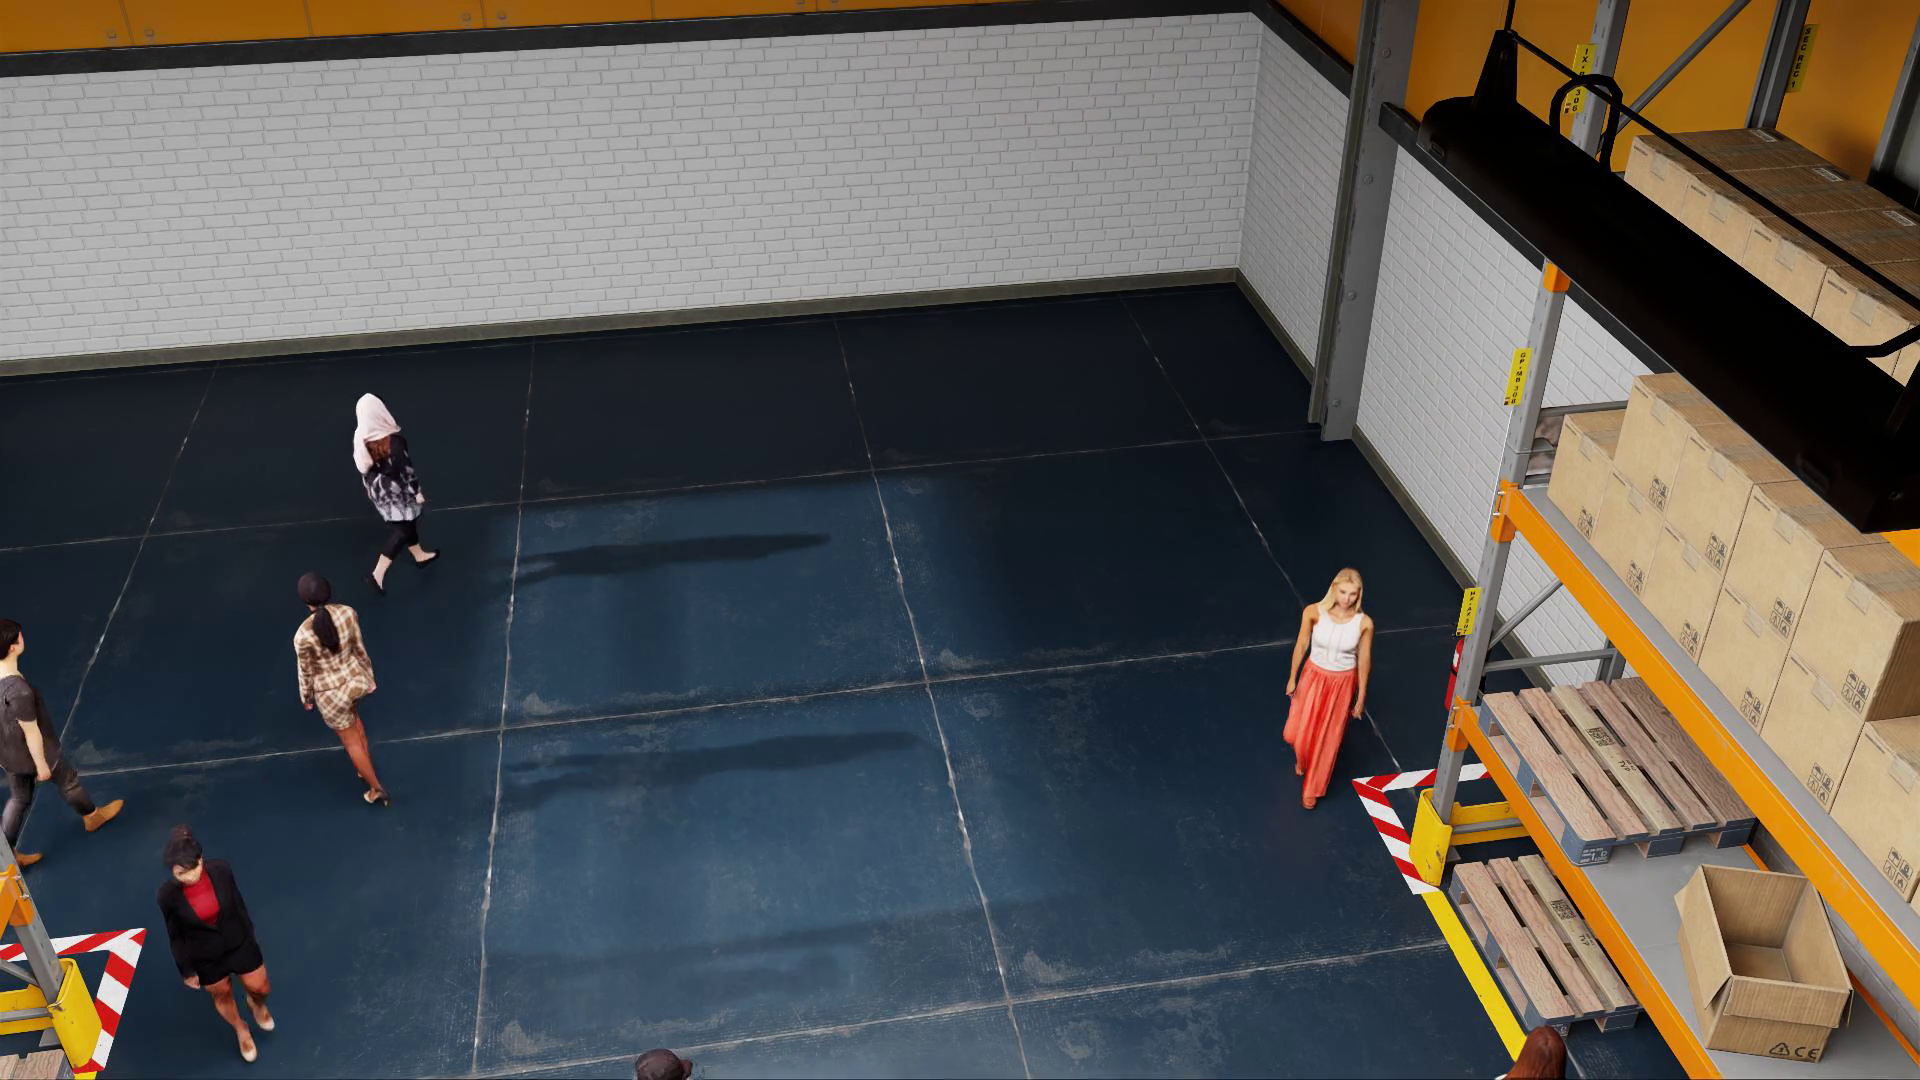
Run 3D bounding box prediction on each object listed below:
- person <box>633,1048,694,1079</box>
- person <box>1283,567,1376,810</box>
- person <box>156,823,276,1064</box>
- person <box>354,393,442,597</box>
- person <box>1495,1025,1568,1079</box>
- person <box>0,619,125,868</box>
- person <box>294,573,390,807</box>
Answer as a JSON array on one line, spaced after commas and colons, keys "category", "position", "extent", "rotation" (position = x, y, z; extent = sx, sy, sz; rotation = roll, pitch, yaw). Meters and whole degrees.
[{"category": "person", "position": [-1.269, 2.881, 7.624], "extent": [0.679, 1.767, 0.468], "rotation": [-3, 34, -5]}, {"category": "person", "position": [2.351, 0.884, 10.603], "extent": [0.810, 1.795, 0.877], "rotation": [10, 35, 14]}, {"category": "person", "position": [-3.971, 2.154, 8.843], "extent": [0.669, 1.629, 0.706], "rotation": [-23, 40, -31]}, {"category": "person", "position": [-4.349, -0.333, 12.597], "extent": [1.014, 1.616, 1.106], "rotation": [17, 37, 24]}, {"category": "person", "position": [2.555, 2.858, 7.693], "extent": [0.586, 1.729, 0.520], "rotation": [-3, 34, -5]}, {"category": "person", "position": [-5.736, 1.303, 10.084], "extent": [1.033, 1.672, 1.159], "rotation": [17, 37, 24]}, {"category": "person", "position": [-3.830, 1.000, 10.443], "extent": [0.804, 1.780, 0.745], "rotation": [20, 38, 27]}]
